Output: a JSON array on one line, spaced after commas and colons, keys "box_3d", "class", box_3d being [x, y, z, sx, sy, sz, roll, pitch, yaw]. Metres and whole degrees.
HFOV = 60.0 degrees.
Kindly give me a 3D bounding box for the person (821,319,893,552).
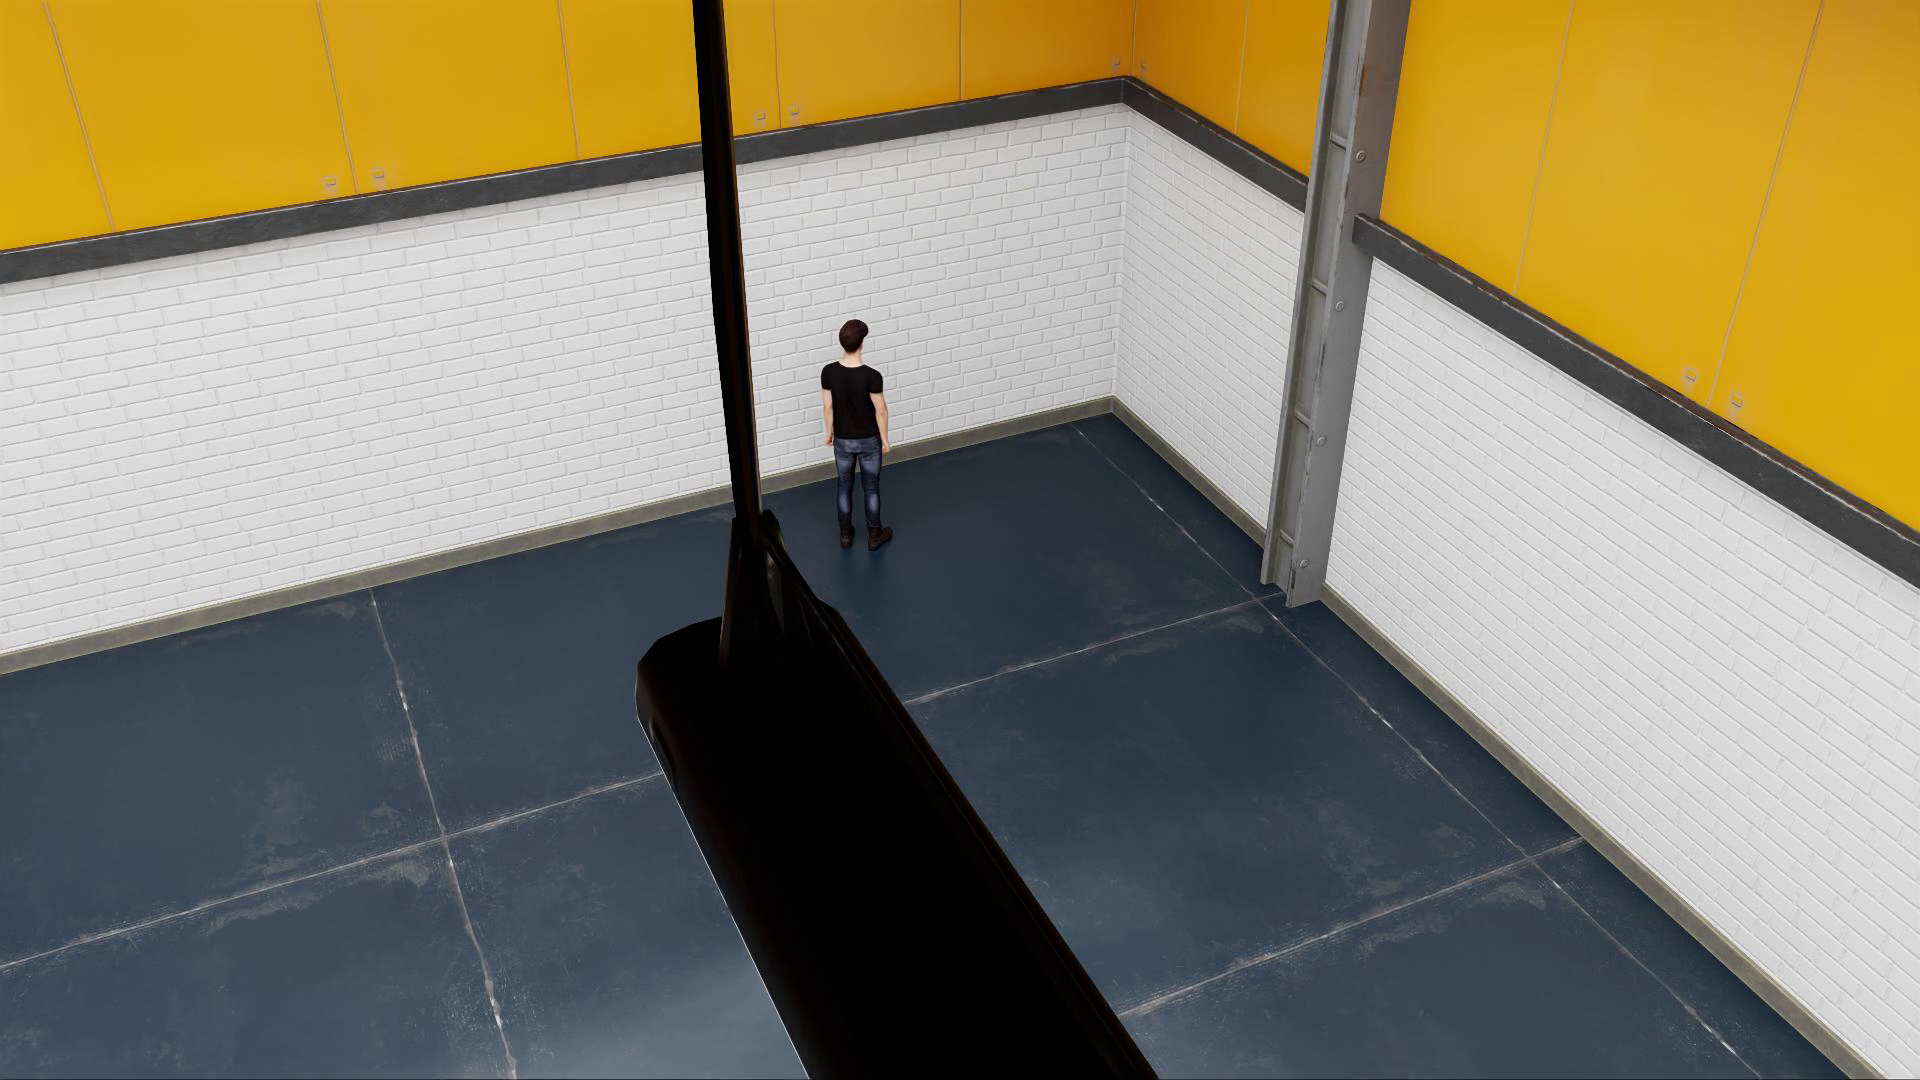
[{"box_3d": [-0.784, -0.777, 12.588, 0.759, 1.896, 0.788, 7, 34, 10], "class": "person"}]
